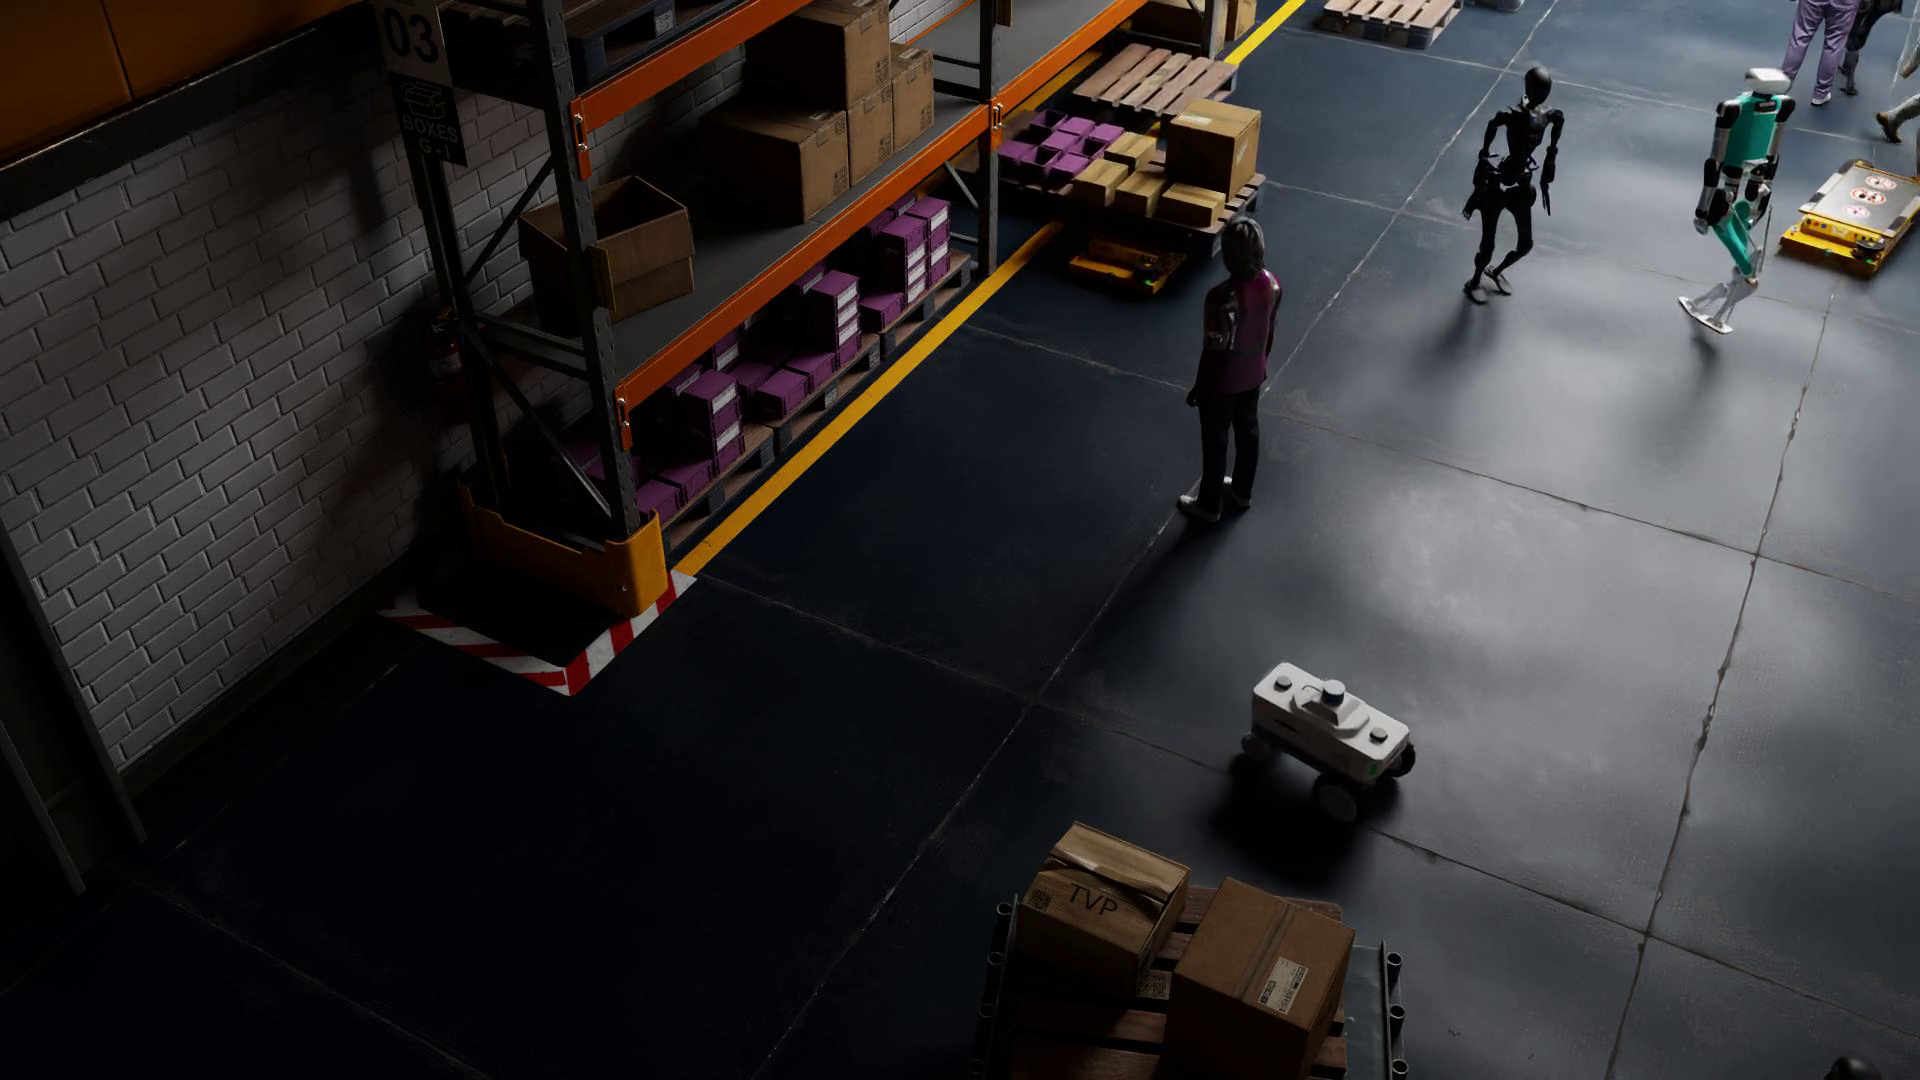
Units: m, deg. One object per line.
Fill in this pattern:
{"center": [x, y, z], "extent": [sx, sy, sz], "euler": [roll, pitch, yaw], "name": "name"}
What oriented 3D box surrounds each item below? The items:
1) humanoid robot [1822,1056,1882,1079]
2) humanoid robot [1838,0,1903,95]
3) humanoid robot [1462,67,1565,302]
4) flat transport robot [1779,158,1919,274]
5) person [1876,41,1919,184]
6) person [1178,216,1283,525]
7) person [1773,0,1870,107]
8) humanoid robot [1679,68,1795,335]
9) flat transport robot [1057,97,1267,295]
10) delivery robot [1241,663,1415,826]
{"center": [2.611, 2.193, 5.393], "extent": [0.585, 1.625, 0.789], "euler": [6, 39, 8], "name": "humanoid robot"}
{"center": [7.605, -4.589, 13.862], "extent": [0.604, 1.637, 0.703], "euler": [-2, 39, -3], "name": "humanoid robot"}
{"center": [3.639, -2.350, 11.024], "extent": [0.588, 1.640, 0.357], "euler": [-7, 39, -8], "name": "humanoid robot"}
{"center": [6.615, -2.395, 12.213], "extent": [0.659, 0.231, 1.431], "euler": [28, 46, 30], "name": "flat transport robot"}
{"center": [7.428, -3.651, 12.536], "extent": [0.596, 1.843, 0.947], "euler": [-8, 39, -10], "name": "person"}
{"center": [1.479, -0.911, 9.095], "extent": [0.514, 1.846, 0.328], "euler": [-21, 43, -24], "name": "person"}
{"center": [7.095, -4.482, 13.516], "extent": [0.639, 1.904, 0.410], "euler": [17, 42, 20], "name": "person"}
{"center": [5.039, -2.049, 10.619], "extent": [0.551, 1.782, 0.854], "euler": [-12, 40, -15], "name": "humanoid robot"}
{"center": [1.399, -2.231, 12.008], "extent": [0.659, 0.231, 1.431], "euler": [20, 43, 23], "name": "flat transport robot"}
{"center": [1.746, 0.928, 7.846], "extent": [0.808, 0.614, 0.499], "euler": [29, 47, 31], "name": "delivery robot"}
